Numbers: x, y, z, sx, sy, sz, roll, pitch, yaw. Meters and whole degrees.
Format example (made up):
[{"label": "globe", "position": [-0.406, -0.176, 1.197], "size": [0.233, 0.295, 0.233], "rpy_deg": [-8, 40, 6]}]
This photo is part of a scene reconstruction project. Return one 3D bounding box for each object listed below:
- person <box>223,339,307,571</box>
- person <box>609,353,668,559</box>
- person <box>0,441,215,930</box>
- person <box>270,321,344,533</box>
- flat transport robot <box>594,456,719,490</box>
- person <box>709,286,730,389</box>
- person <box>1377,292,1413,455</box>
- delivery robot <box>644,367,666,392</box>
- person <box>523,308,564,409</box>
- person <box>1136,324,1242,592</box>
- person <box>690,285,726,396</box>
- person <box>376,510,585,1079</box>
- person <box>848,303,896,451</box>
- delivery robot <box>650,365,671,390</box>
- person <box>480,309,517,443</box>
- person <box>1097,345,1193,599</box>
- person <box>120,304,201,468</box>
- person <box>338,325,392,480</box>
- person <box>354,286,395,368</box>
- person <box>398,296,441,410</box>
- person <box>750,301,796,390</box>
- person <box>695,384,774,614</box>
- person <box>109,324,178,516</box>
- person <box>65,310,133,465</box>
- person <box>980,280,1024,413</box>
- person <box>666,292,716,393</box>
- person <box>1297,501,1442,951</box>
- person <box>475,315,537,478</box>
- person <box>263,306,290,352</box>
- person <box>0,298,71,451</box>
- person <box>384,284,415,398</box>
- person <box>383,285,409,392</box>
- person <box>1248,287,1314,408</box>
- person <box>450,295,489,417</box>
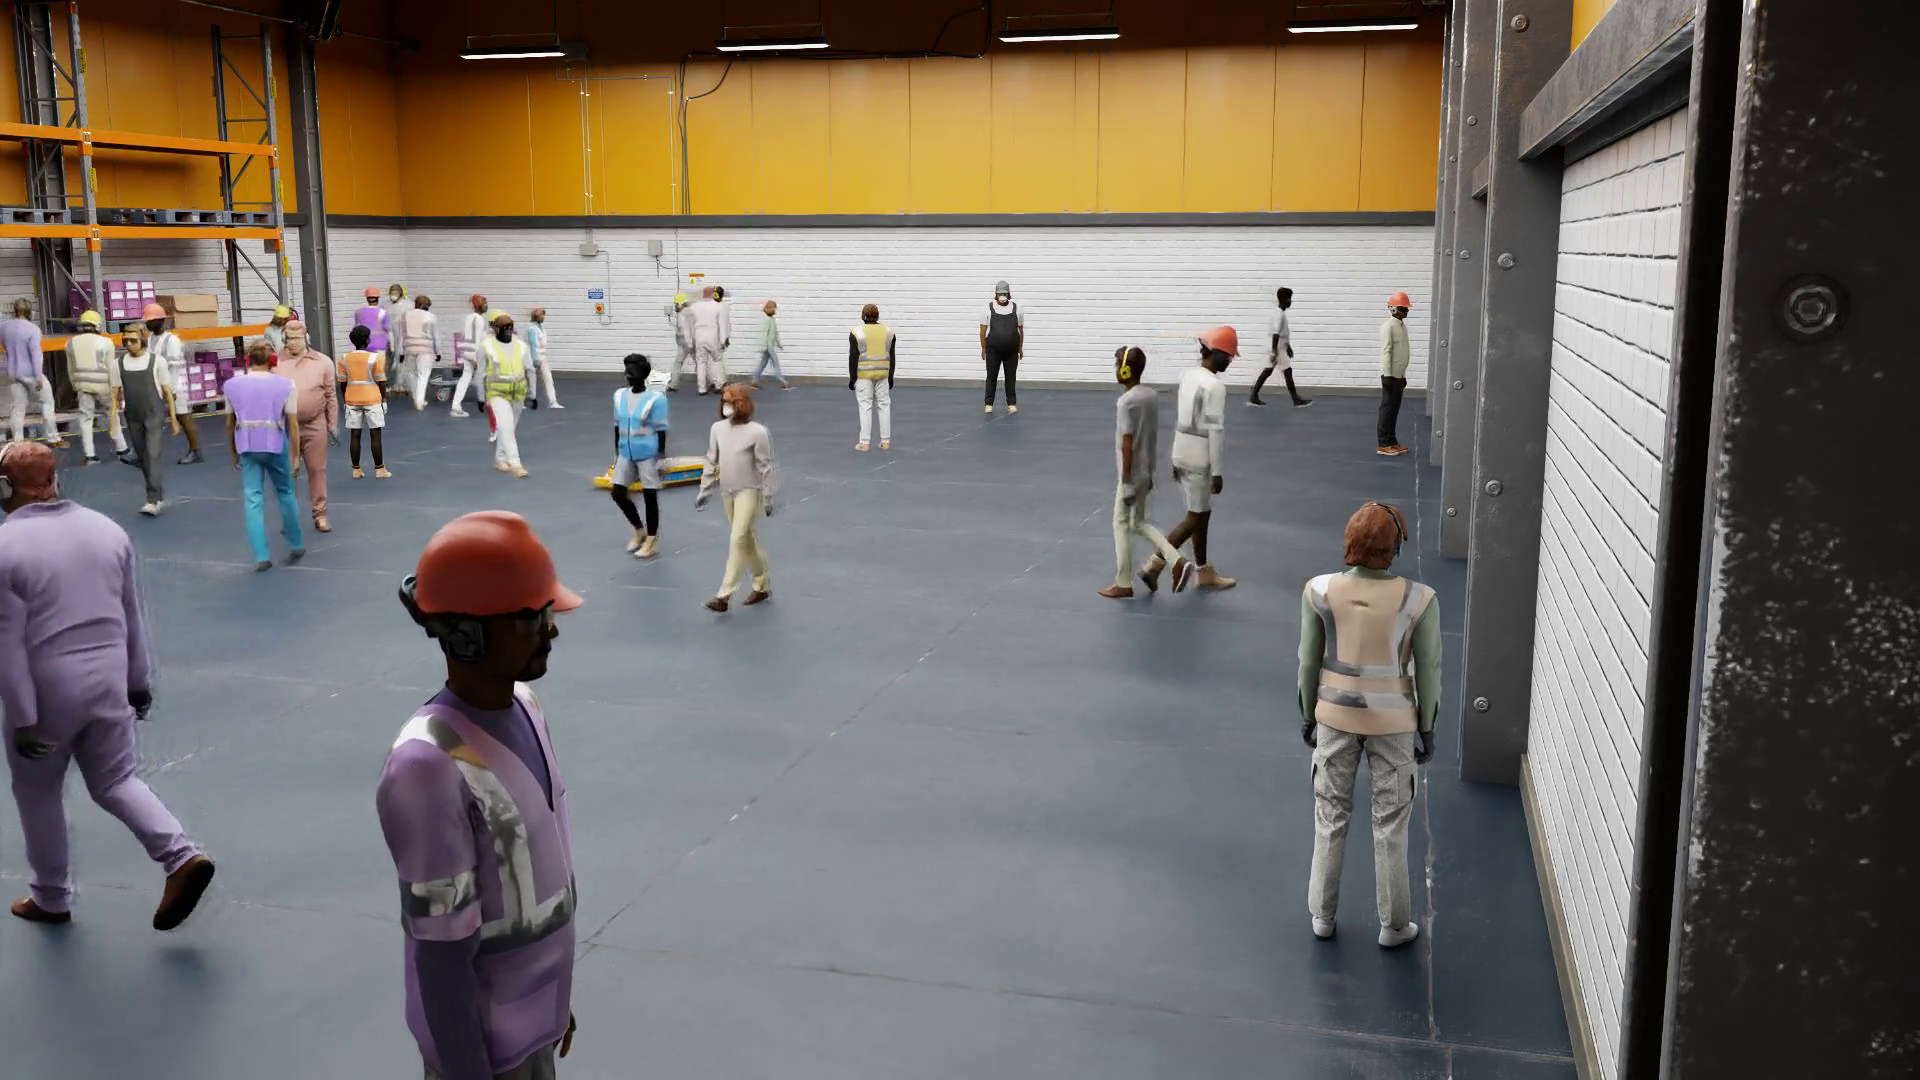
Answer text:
[{"label": "person", "position": [-5.555, -0.693, 13.335], "size": [0.577, 1.802, 0.882], "rpy_deg": [-2, 10, -12]}, {"label": "person", "position": [-2.622, -0.683, 13.593], "size": [0.551, 1.685, 0.366], "rpy_deg": [5, 11, 24]}, {"label": "person", "position": [-3.212, 0.560, 6.147], "size": [0.855, 1.857, 0.654], "rpy_deg": [5, 11, 25]}, {"label": "person", "position": [-5.882, -0.996, 14.845], "size": [0.724, 1.903, 0.415], "rpy_deg": [-4, 11, -21]}, {"label": "flat transport robot", "position": [-3.165, -0.734, 17.916], "size": [0.652, 0.197, 1.431], "rpy_deg": [9, 13, 40]}, {"label": "person", "position": [-4.329, -3.582, 29.587], "size": [0.445, 1.851, 0.507], "rpy_deg": [2, 10, 11]}, {"label": "person", "position": [5.351, -2.045, 20.459], "size": [0.381, 1.994, 0.622], "rpy_deg": [6, 12, 33]}, {"label": "delivery robot", "position": [-5.139, -2.614, 27.491], "size": [0.477, 0.478, 0.707], "rpy_deg": [-6, 12, -31]}, {"label": "person", "position": [-6.695, -2.843, 26.122], "size": [0.821, 1.598, 0.542], "rpy_deg": [2, 10, 10]}, {"label": "person", "position": [1.659, -0.576, 12.160], "size": [0.824, 2.000, 0.680], "rpy_deg": [-3, 10, -16]}, {"label": "person", "position": [-4.306, -3.431, 28.645], "size": [0.680, 1.881, 0.708], "rpy_deg": [2, 10, 12]}, {"label": "person", "position": [-0.910, 0.953, 3.343], "size": [0.367, 2.046, 0.608], "rpy_deg": [0, 10, -1]}, {"label": "person", "position": [-1.114, -2.034, 20.830], "size": [0.624, 1.844, 0.430], "rpy_deg": [-5, 11, -25]}, {"label": "delivery robot", "position": [-5.241, -2.717, 28.074], "size": [0.707, 0.478, 0.477], "rpy_deg": [-1, 10, -4]}, {"label": "person", "position": [-5.943, -2.107, 21.495], "size": [0.526, 1.753, 0.390], "rpy_deg": [0, 10, -1]}, {"label": "person", "position": [1.316, -0.464, 11.913], "size": [0.637, 1.853, 0.530], "rpy_deg": [8, 13, 37]}, {"label": "person", "position": [-9.250, -1.771, 19.211], "size": [0.576, 1.882, 0.983], "rpy_deg": [5, 11, 26]}, {"label": "person", "position": [-6.516, -1.496, 18.200], "size": [0.532, 1.696, 0.319], "rpy_deg": [1, 10, 4]}, {"label": "person", "position": [-9.332, -3.091, 26.621], "size": [0.577, 1.904, 0.860], "rpy_deg": [0, 10, -3]}, {"label": "person", "position": [-8.488, -2.937, 26.131], "size": [0.639, 1.785, 0.809], "rpy_deg": [2, 10, 10]}, {"label": "person", "position": [-3.373, -3.461, 29.622], "size": [0.856, 1.586, 0.517], "rpy_deg": [1, 10, 5]}, {"label": "person", "position": [-1.606, -0.282, 11.612], "size": [0.507, 1.596, 0.839], "rpy_deg": [8, 13, 38]}, {"label": "person", "position": [-7.761, -1.119, 15.717], "size": [0.548, 1.809, 0.869], "rpy_deg": [-1, 10, -6]}, {"label": "person", "position": [-10.210, -1.818, 19.720], "size": [0.611, 1.787, 0.891], "rpy_deg": [0, 10, -2]}, {"label": "person", "position": [0.659, -2.958, 25.500], "size": [0.687, 2.000, 0.535], "rpy_deg": [-1, 10, -7]}, {"label": "person", "position": [-4.686, -3.429, 28.994], "size": [1.012, 1.771, 0.606], "rpy_deg": [3, 10, 15]}, {"label": "person", "position": [1.478, 0.678, 6.044], "size": [0.517, 1.641, 0.308], "rpy_deg": [5, 11, 24]}, {"label": "person", "position": [-5.077, -1.622, 18.642], "size": [0.641, 1.798, 0.950], "rpy_deg": [-9, 13, -41]}, {"label": "person", "position": [-9.711, -2.497, 23.868], "size": [0.494, 1.682, 0.899], "rpy_deg": [-4, 11, -20]}, {"label": "person", "position": [-11.509, -2.036, 20.664], "size": [0.634, 1.913, 0.811], "rpy_deg": [3, 10, 15]}, {"label": "person", "position": [-9.546, -3.341, 28.025], "size": [0.671, 1.919, 0.786], "rpy_deg": [6, 12, 30]}, {"label": "person", "position": [-9.837, -3.488, 28.945], "size": [0.589, 1.879, 0.723], "rpy_deg": [-7, 12, -35]}, {"label": "person", "position": [5.062, -3.038, 26.342], "size": [1.024, 1.913, 0.623], "rpy_deg": [1, 10, 6]}, {"label": "person", "position": [-7.263, -2.766, 25.048], "size": [1.025, 1.833, 0.587], "rpy_deg": [-9, 13, -42]}]
